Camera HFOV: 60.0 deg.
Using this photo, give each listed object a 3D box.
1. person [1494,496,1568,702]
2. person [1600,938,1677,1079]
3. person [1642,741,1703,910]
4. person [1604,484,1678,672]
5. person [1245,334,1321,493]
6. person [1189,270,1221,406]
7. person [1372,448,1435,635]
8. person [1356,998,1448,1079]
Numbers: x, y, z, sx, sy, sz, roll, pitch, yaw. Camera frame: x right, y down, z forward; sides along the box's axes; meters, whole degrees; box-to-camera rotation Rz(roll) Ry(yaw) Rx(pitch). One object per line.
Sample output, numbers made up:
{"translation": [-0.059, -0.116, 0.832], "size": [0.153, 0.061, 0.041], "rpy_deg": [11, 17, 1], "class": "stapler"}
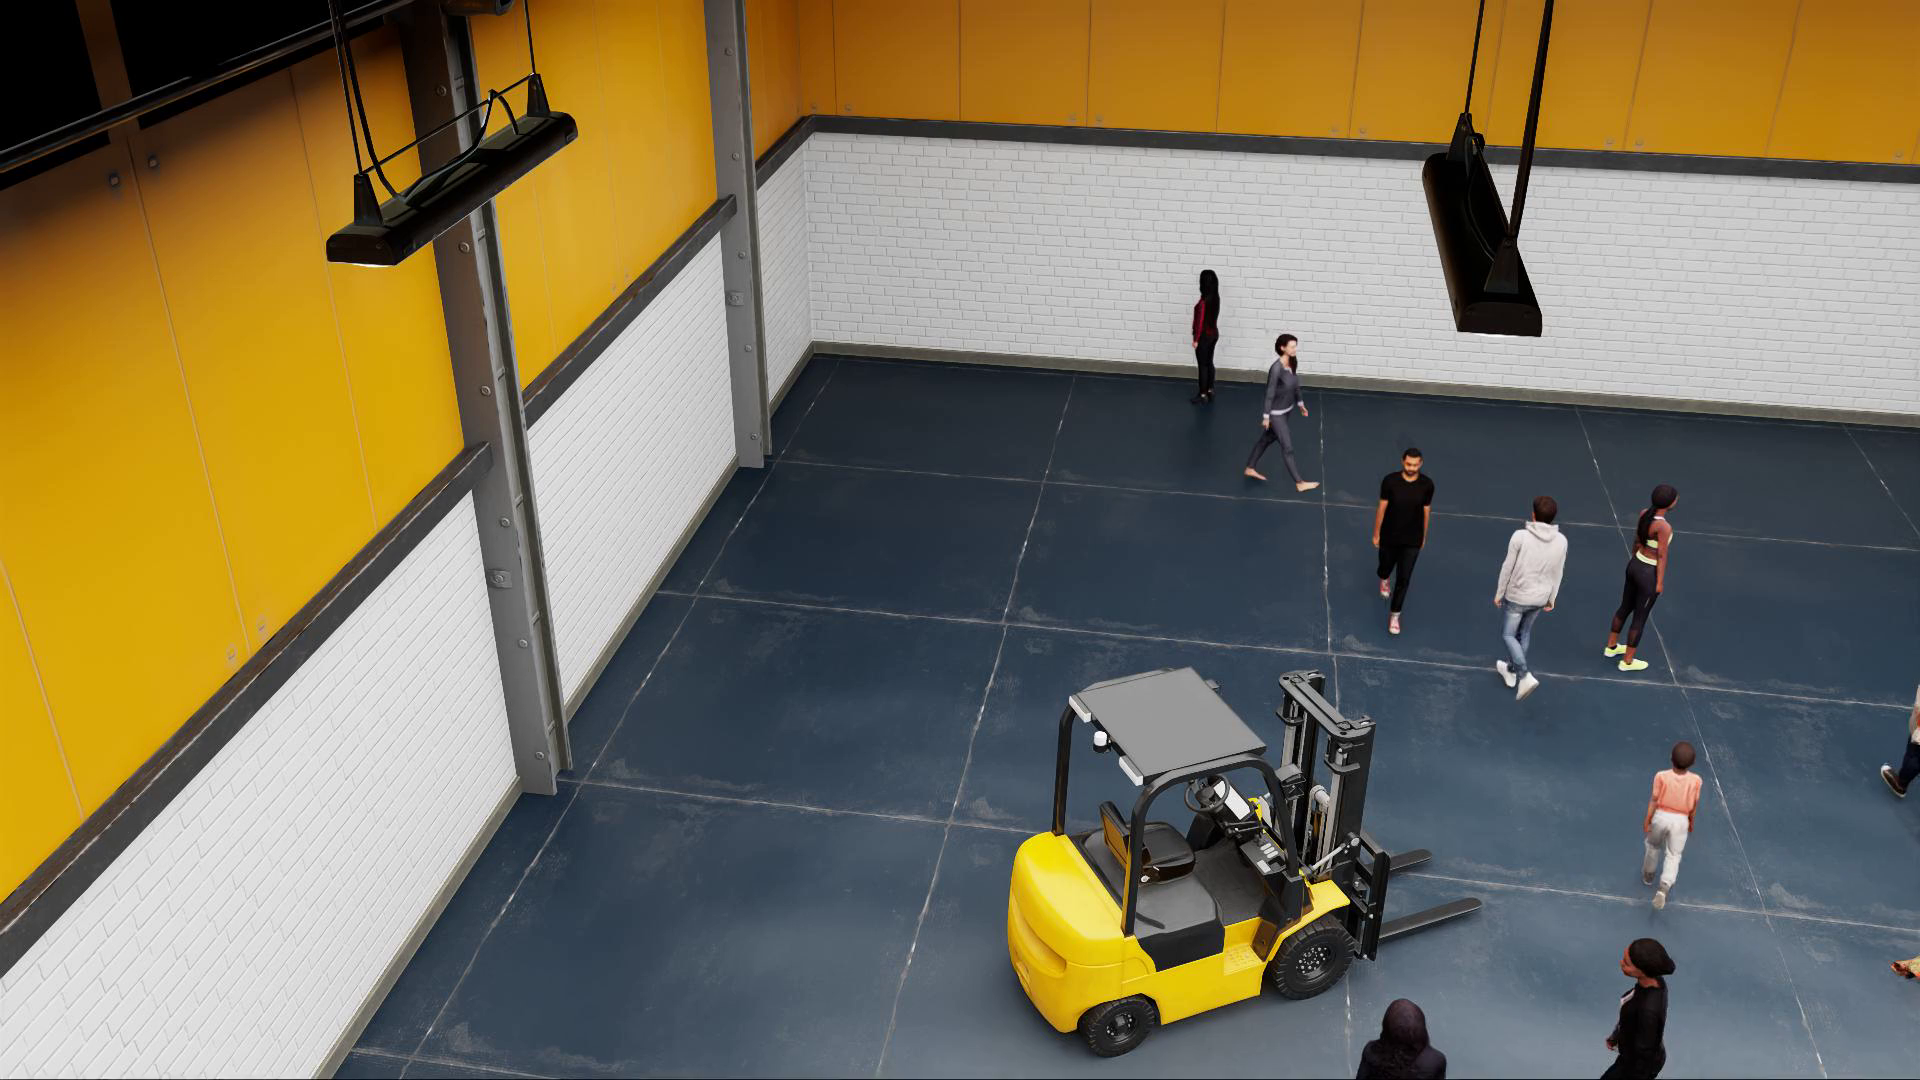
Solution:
{"translation": [4.826, 0.533, 14.066], "size": [0.889, 1.831, 1.121], "rpy_deg": [-4, 29, -7], "class": "person"}
{"translation": [4.014, 3.039, 9.658], "size": [0.756, 1.655, 0.639], "rpy_deg": [12, 31, 21], "class": "person"}
{"translation": [5.080, 2.030, 11.882], "size": [0.594, 1.295, 0.865], "rpy_deg": [10, 30, 18], "class": "person"}
{"translation": [5.970, 0.314, 14.553], "size": [0.690, 1.750, 0.571], "rpy_deg": [-6, 29, -10], "class": "person"}
{"translation": [3.305, -1.366, 17.668], "size": [0.940, 1.718, 1.126], "rpy_deg": [15, 32, 26], "class": "person"}
{"translation": [2.928, -2.395, 19.621], "size": [0.709, 1.652, 0.575], "rpy_deg": [17, 33, 29], "class": "person"}
{"translation": [4.044, -0.067, 15.267], "size": [0.646, 1.735, 1.053], "rpy_deg": [5, 29, 10], "class": "person"}
{"translation": [2.447, 3.272, 9.284], "size": [0.637, 1.602, 0.797], "rpy_deg": [5, 29, 9], "class": "person"}
